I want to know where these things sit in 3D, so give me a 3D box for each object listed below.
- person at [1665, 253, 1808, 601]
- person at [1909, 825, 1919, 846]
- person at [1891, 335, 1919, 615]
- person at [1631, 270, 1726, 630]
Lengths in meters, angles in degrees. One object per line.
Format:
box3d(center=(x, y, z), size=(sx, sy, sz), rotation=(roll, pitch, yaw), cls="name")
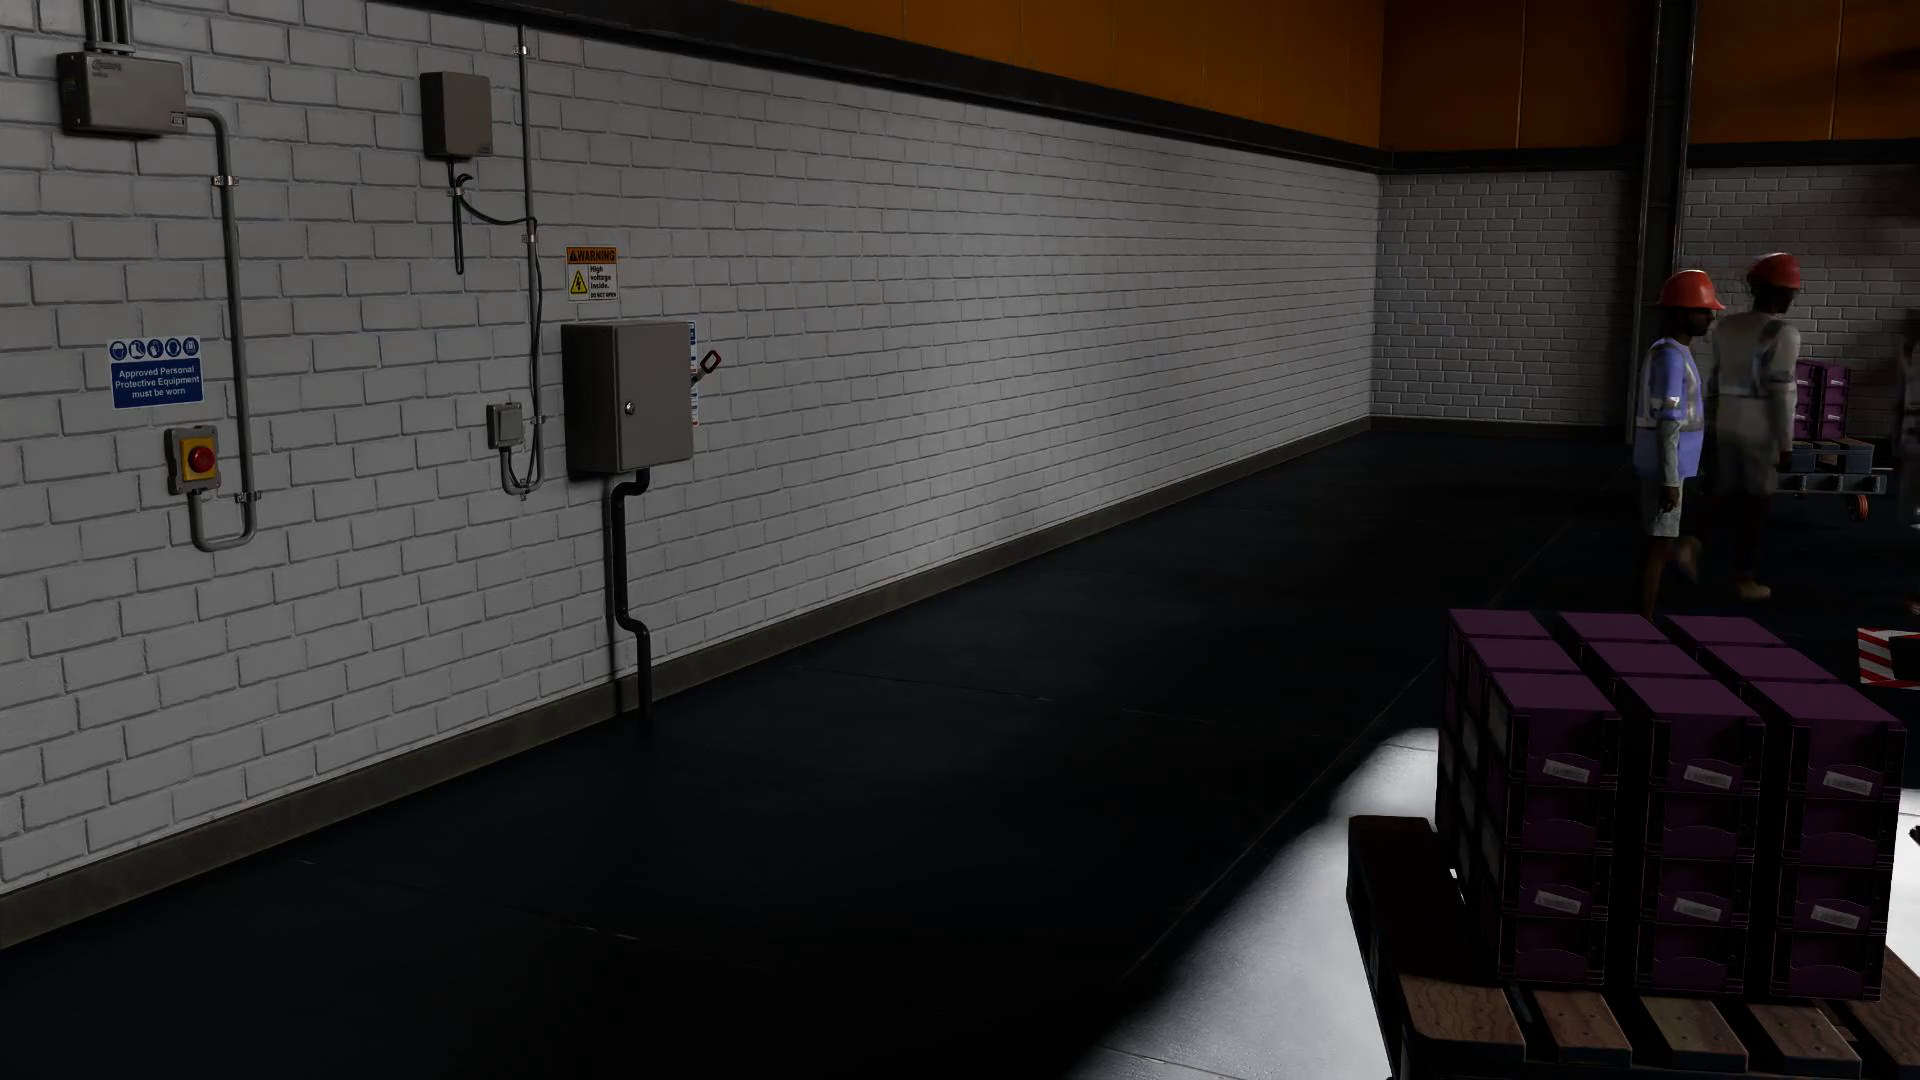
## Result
box3d(center=(4.490, -0.617, 9.515), size=(0.554, 2.021, 0.633), rotation=(-3, 10, -16), cls="person")
box3d(center=(3.426, 0.271, 5.036), size=(0.888, 1.782, 0.588), rotation=(7, 12, 35), cls="person")
box3d(center=(5.592, -0.524, 9.406), size=(0.699, 1.868, 0.586), rotation=(-6, 11, -31), cls="person")
box3d(center=(3.527, -0.355, 8.227), size=(0.367, 1.935, 0.552), rotation=(4, 11, 21), cls="person")
